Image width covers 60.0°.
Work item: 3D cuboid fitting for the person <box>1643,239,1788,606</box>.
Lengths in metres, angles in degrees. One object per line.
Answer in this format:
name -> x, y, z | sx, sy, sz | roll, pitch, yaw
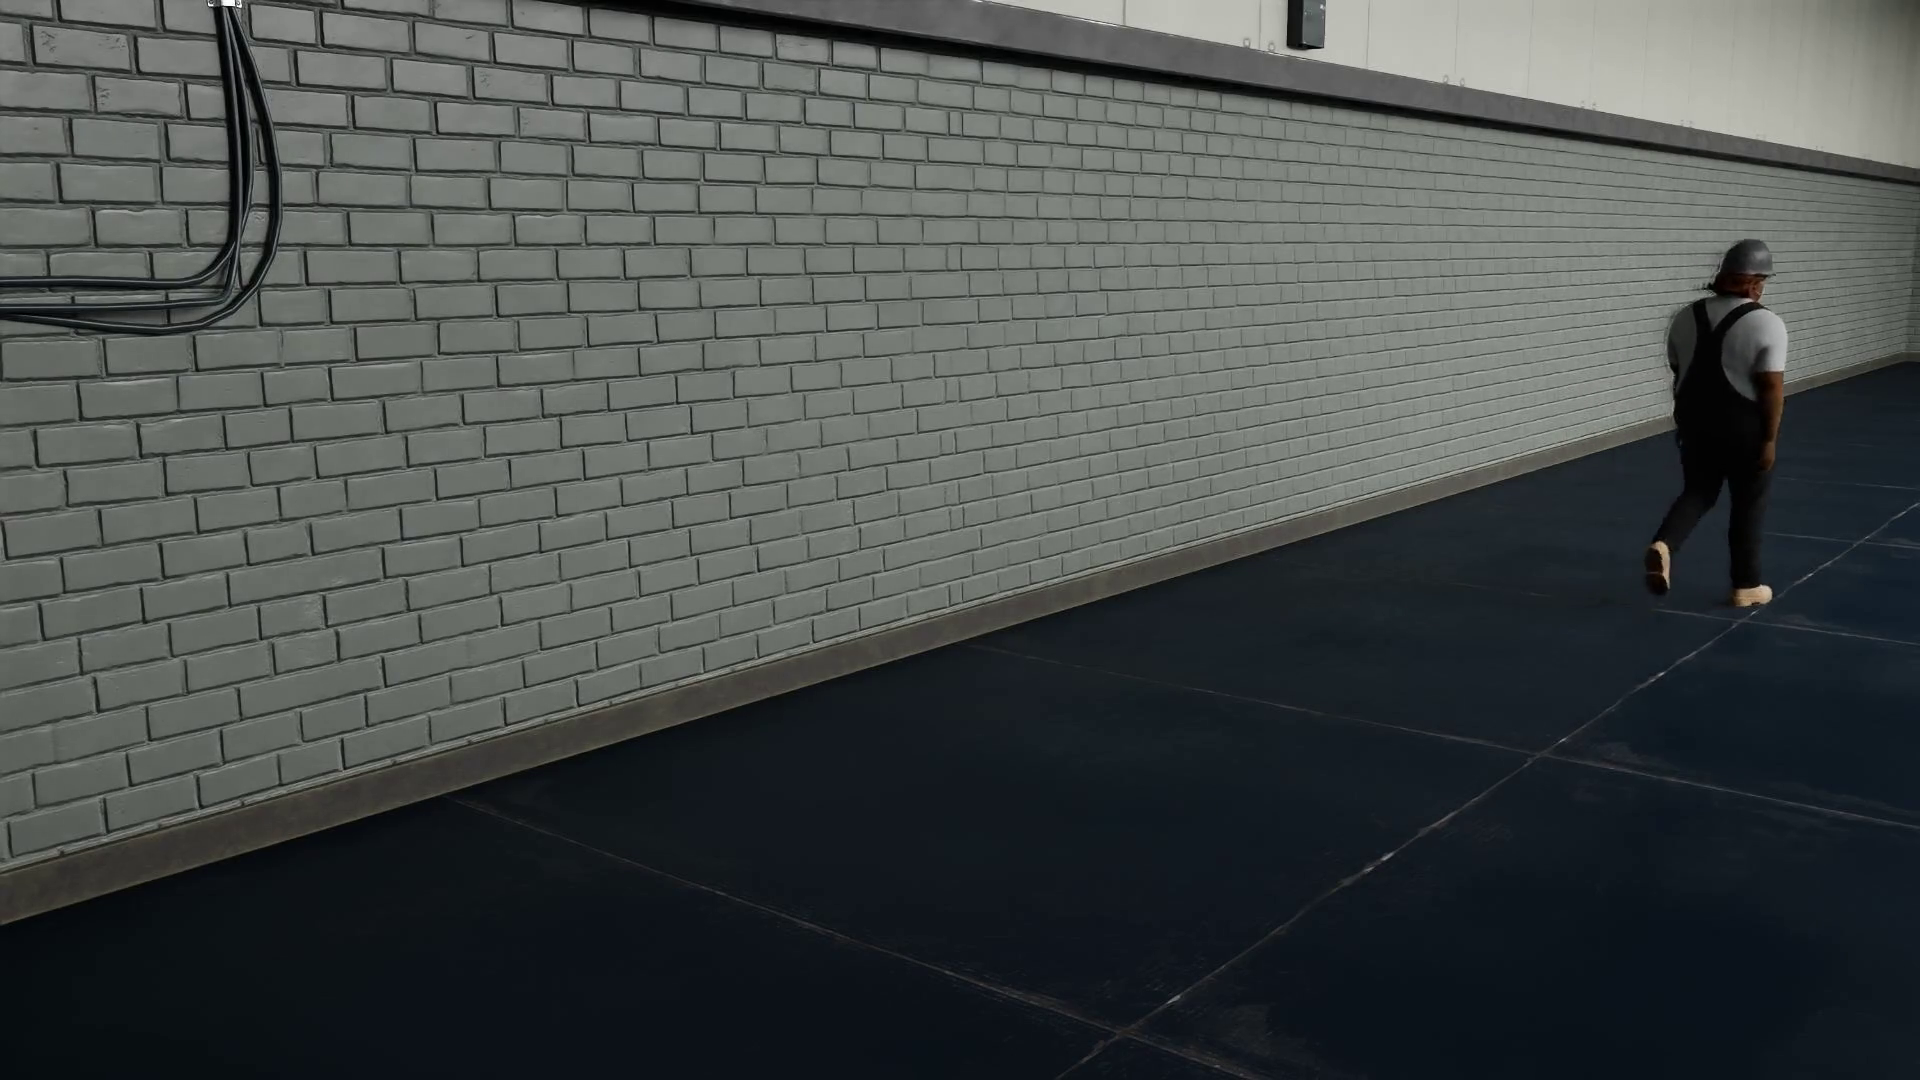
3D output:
person -> 4.165, -0.624, 9.090 | 0.738, 2.000, 0.693 | -7, 12, -32
